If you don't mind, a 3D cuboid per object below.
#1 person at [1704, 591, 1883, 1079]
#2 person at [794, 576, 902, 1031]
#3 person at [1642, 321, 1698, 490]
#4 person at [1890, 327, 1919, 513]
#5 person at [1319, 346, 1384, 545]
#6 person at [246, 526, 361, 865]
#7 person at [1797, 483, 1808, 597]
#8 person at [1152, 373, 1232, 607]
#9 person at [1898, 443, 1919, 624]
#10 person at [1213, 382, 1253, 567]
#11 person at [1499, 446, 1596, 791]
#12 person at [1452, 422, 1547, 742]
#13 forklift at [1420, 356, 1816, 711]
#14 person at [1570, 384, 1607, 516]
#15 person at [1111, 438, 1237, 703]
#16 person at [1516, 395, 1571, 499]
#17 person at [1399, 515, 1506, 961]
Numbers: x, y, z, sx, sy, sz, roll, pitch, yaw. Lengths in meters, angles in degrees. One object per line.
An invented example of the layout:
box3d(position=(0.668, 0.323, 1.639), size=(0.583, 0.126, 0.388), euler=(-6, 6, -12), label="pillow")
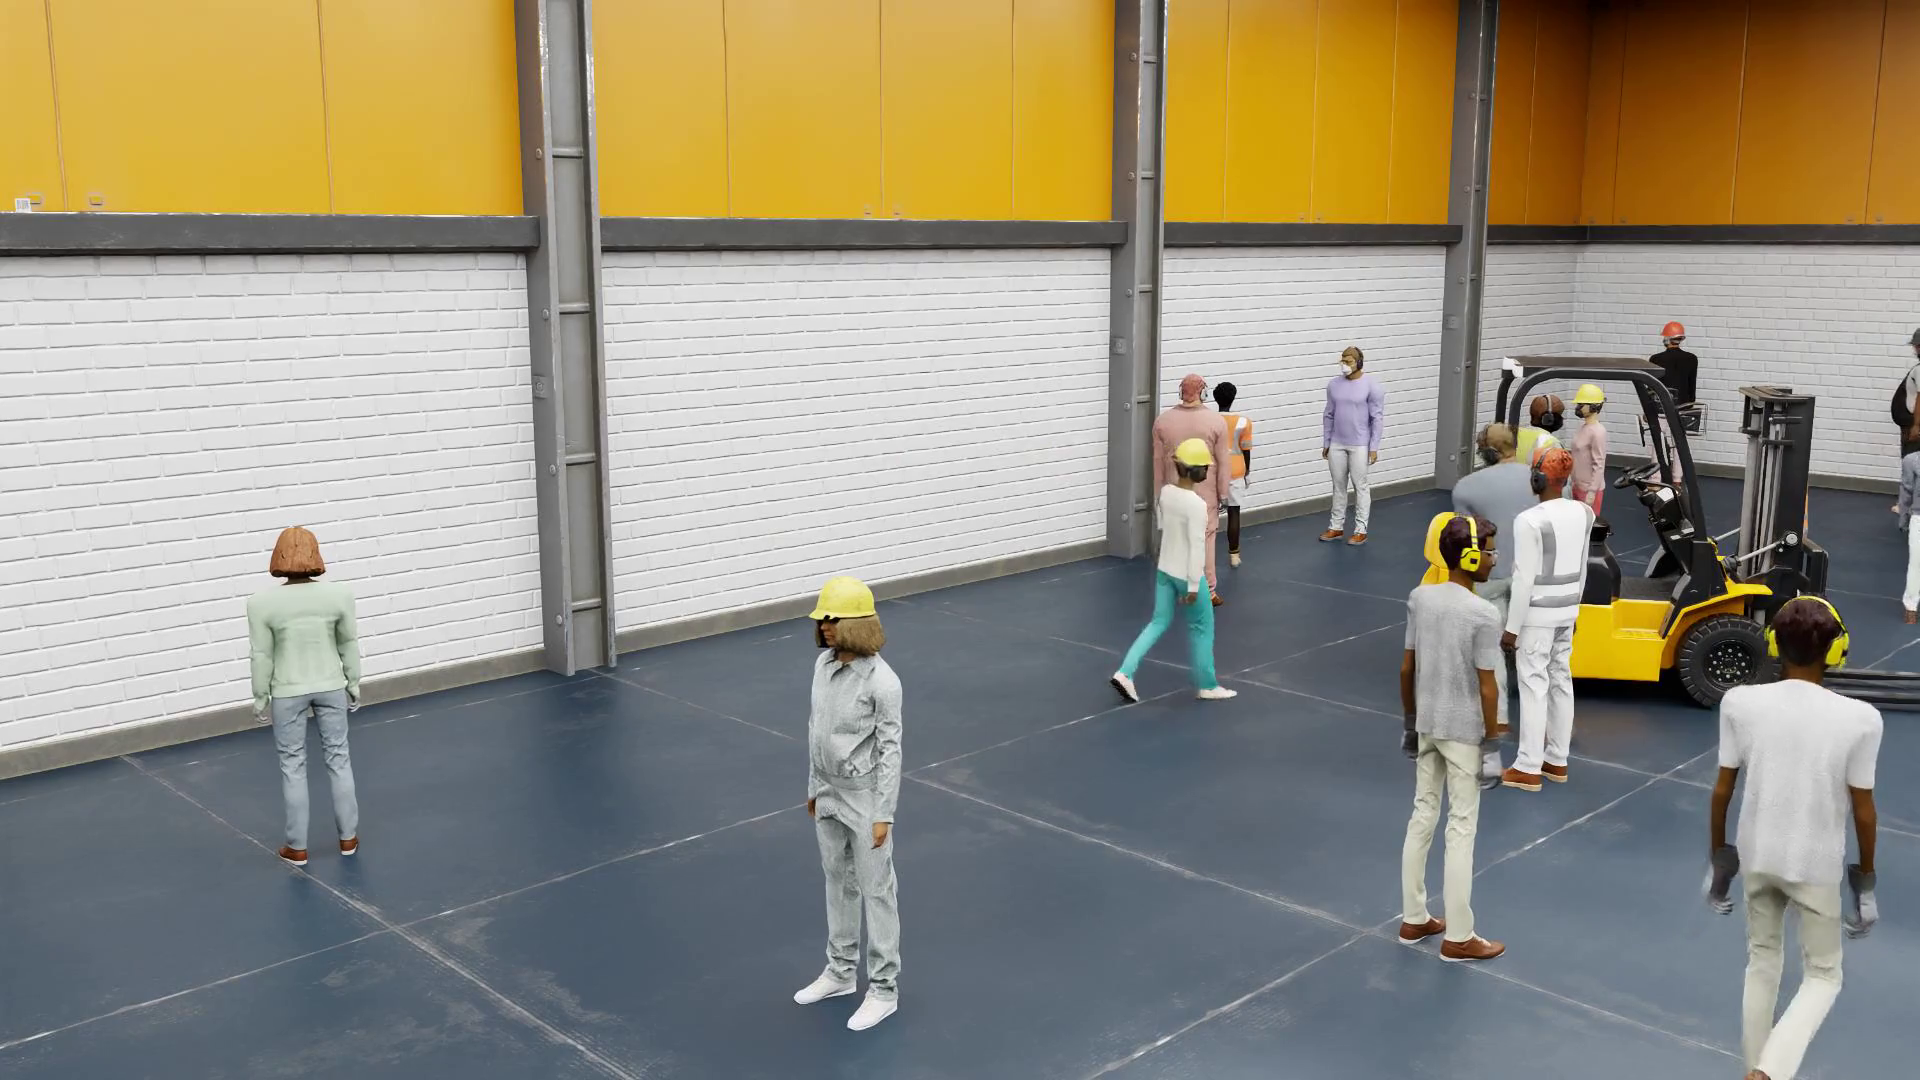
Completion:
box3d(position=(2.729, 1.093, 5.484), size=(0.530, 1.858, 0.610), euler=(10, 14, 44), label="person")
box3d(position=(-0.425, 0.991, 6.350), size=(0.299, 1.745, 0.483), euler=(-9, 14, -42), label="person")
box3d(position=(8.388, -1.580, 19.676), size=(0.619, 1.997, 0.373), euler=(-1, 10, -7), label="person")
box3d(position=(10.446, -1.318, 18.130), size=(0.535, 2.000, 0.731), euler=(10, 14, 44), label="person")
box3d(position=(3.817, -0.923, 16.254), size=(0.354, 1.938, 0.635), euler=(-10, 14, -43), label="person")
box3d(position=(-3.138, 0.744, 7.998), size=(0.507, 1.632, 0.274), euler=(-7, 12, -33), label="person")
box3d(position=(5.837, 0.048, 11.800), size=(0.312, 1.632, 0.518), euler=(7, 13, 35), label="person")
box3d(position=(1.884, -0.396, 13.471), size=(0.643, 1.908, 0.411), euler=(4, 11, 23), label="person")
box3d(position=(7.692, -0.163, 13.139), size=(0.508, 1.610, 0.820), euler=(6, 12, 28), label="person")
box3d(position=(2.395, -0.594, 15.151), size=(0.529, 1.690, 0.321), euler=(4, 11, 20), label="person")
box3d(position=(3.171, 0.427, 9.052), size=(0.575, 1.882, 0.355), euler=(-7, 13, -34), label="person")
box3d(position=(3.297, 0.249, 9.985), size=(0.710, 1.896, 0.481), euler=(2, 11, 10), label="person")
box3d(position=(4.276, -0.101, 11.076), size=(2.313, 2.155, 1.214), euler=(2, 11, 13), label="forklift")
box3d(position=(5.267, -0.429, 14.035), size=(0.311, 1.769, 0.522), euler=(0, 10, 2), label="person")
box3d(position=(1.380, 0.206, 10.662), size=(0.819, 1.735, 0.531), euler=(-5, 12, -25), label="person")
box3d(position=(4.304, -0.162, 12.370), size=(0.429, 1.841, 0.633), euler=(-2, 11, -10), label="person")
box3d(position=(2.058, 0.821, 6.958), size=(0.335, 1.864, 0.521), euler=(-6, 12, -28), label="person")
